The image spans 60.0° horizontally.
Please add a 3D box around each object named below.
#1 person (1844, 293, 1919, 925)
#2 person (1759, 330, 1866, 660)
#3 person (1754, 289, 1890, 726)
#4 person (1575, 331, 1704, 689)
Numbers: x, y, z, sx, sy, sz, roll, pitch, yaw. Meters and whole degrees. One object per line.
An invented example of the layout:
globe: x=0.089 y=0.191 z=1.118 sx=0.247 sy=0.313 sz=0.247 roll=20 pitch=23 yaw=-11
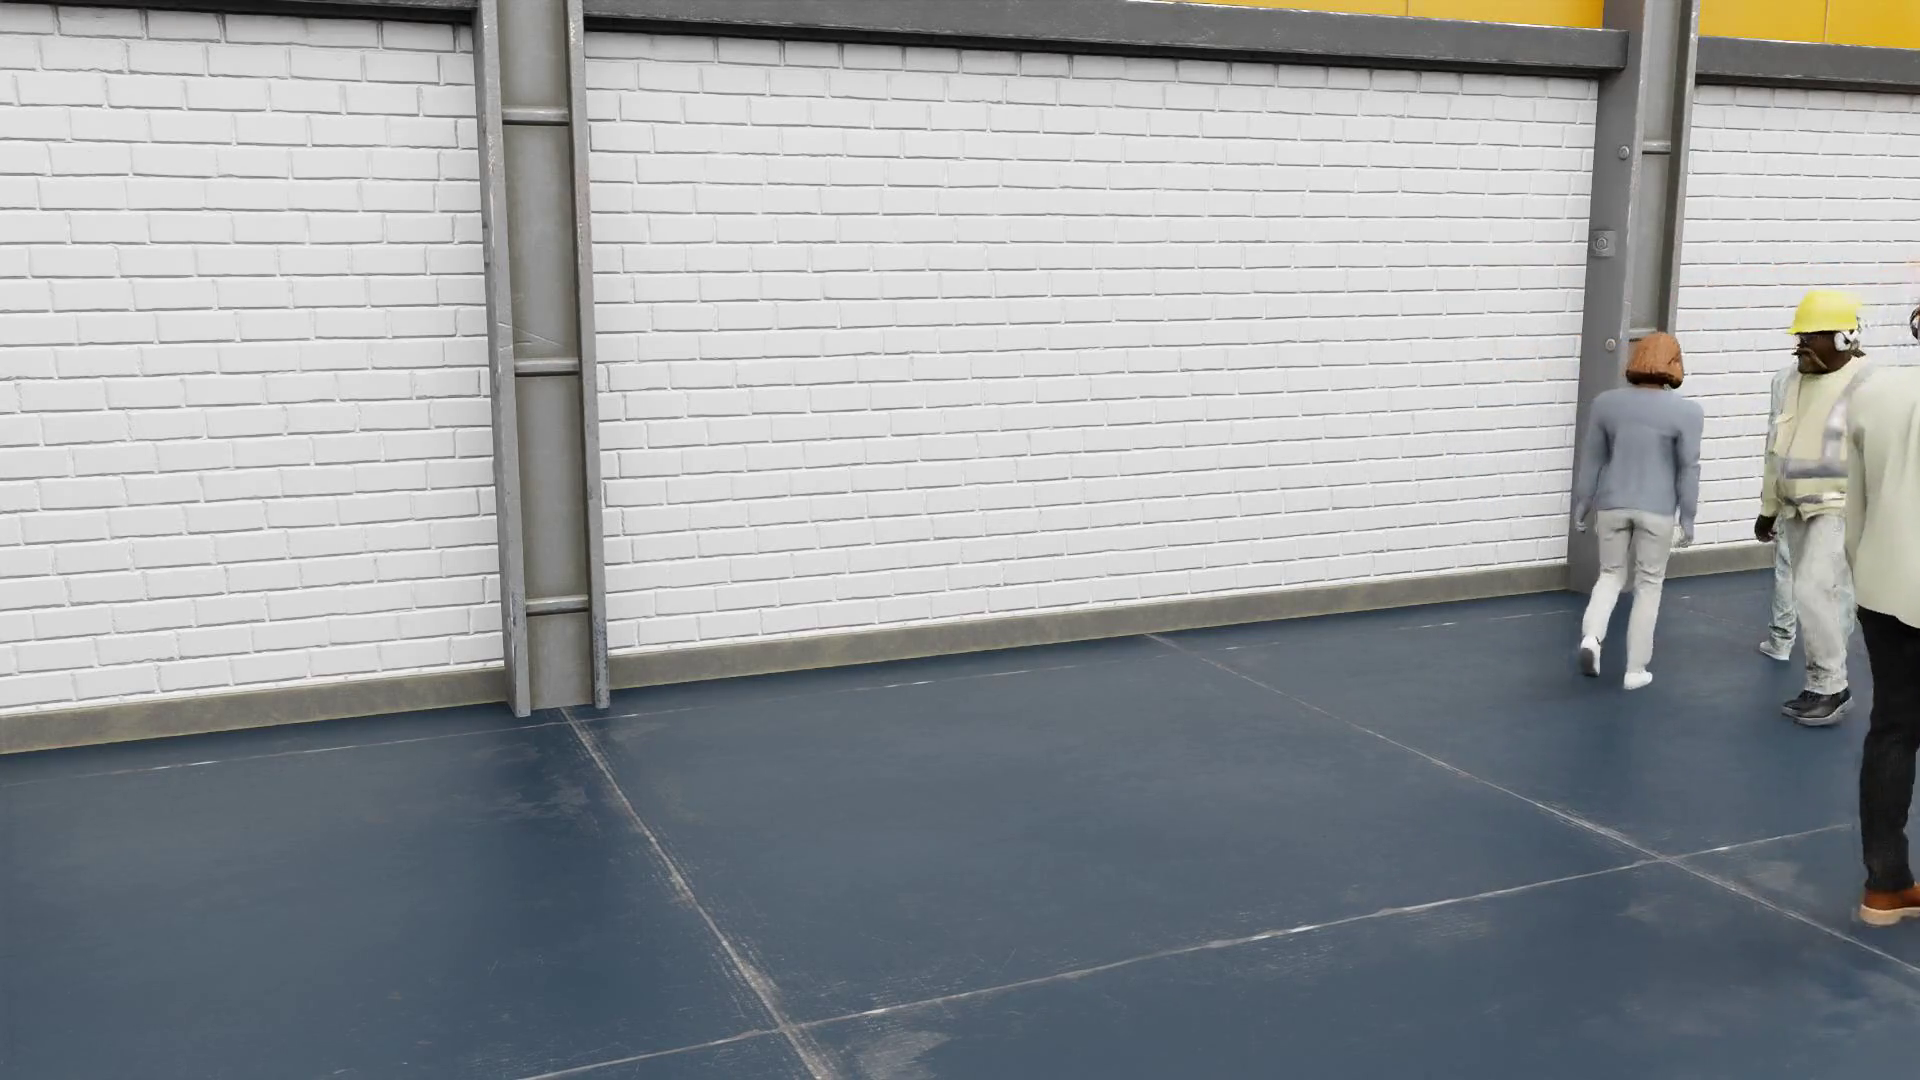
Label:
person: x=2.874 y=0.164 z=4.866 sx=0.472 sy=1.974 sz=0.631 roll=-6 pitch=12 yaw=-28
person: x=4.107 y=-0.281 z=7.976 sx=0.493 sy=1.741 sz=0.310 roll=3 pitch=11 yaw=15
person: x=3.574 y=-0.131 z=6.948 sx=0.490 sy=1.813 sz=0.603 roll=-2 pitch=10 yaw=-10
person: x=2.992 y=-0.116 z=7.409 sx=0.537 sy=1.610 sz=0.486 roll=9 pitch=13 yaw=40
